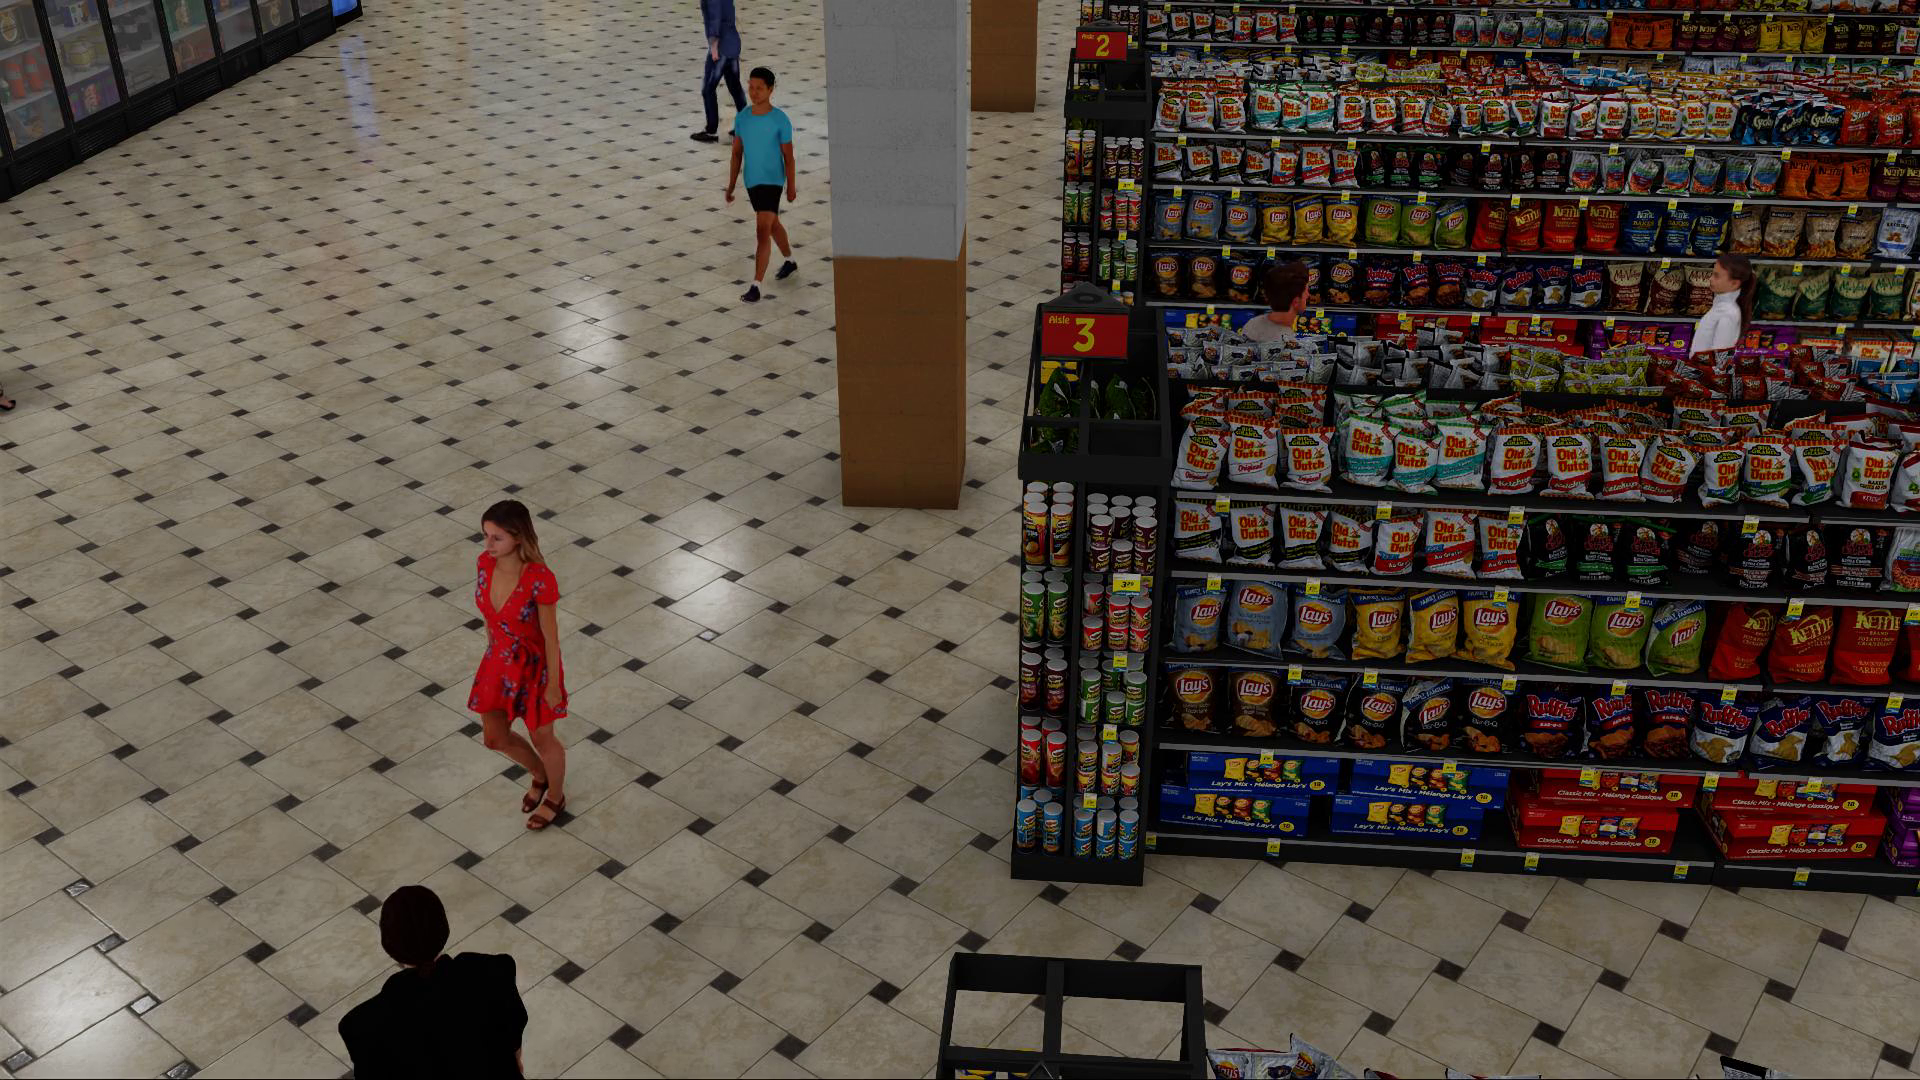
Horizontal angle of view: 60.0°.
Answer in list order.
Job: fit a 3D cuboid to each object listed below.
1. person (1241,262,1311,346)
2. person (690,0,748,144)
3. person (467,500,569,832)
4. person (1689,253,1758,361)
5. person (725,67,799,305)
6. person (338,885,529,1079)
[{"bbox_3d":[1.495,-0.490,8.533,0.720,1.887,0.744,-7,29,-13],"label":"person"},{"bbox_3d":[-2.353,-4.916,16.710,0.822,1.819,0.801,8,30,15],"label":"person"},{"bbox_3d":[-1.780,0.508,7.021,0.679,1.584,0.754,14,32,24],"label":"person"},{"bbox_3d":[4.416,-0.890,9.651,1.015,1.518,0.612,6,29,10],"label":"person"},{"bbox_3d":[-1.465,-2.742,12.830,1.186,1.721,1.005,15,32,25],"label":"person"},{"bbox_3d":[-1.351,1.753,4.660,1.170,1.661,1.080,-13,31,-22],"label":"person"}]
